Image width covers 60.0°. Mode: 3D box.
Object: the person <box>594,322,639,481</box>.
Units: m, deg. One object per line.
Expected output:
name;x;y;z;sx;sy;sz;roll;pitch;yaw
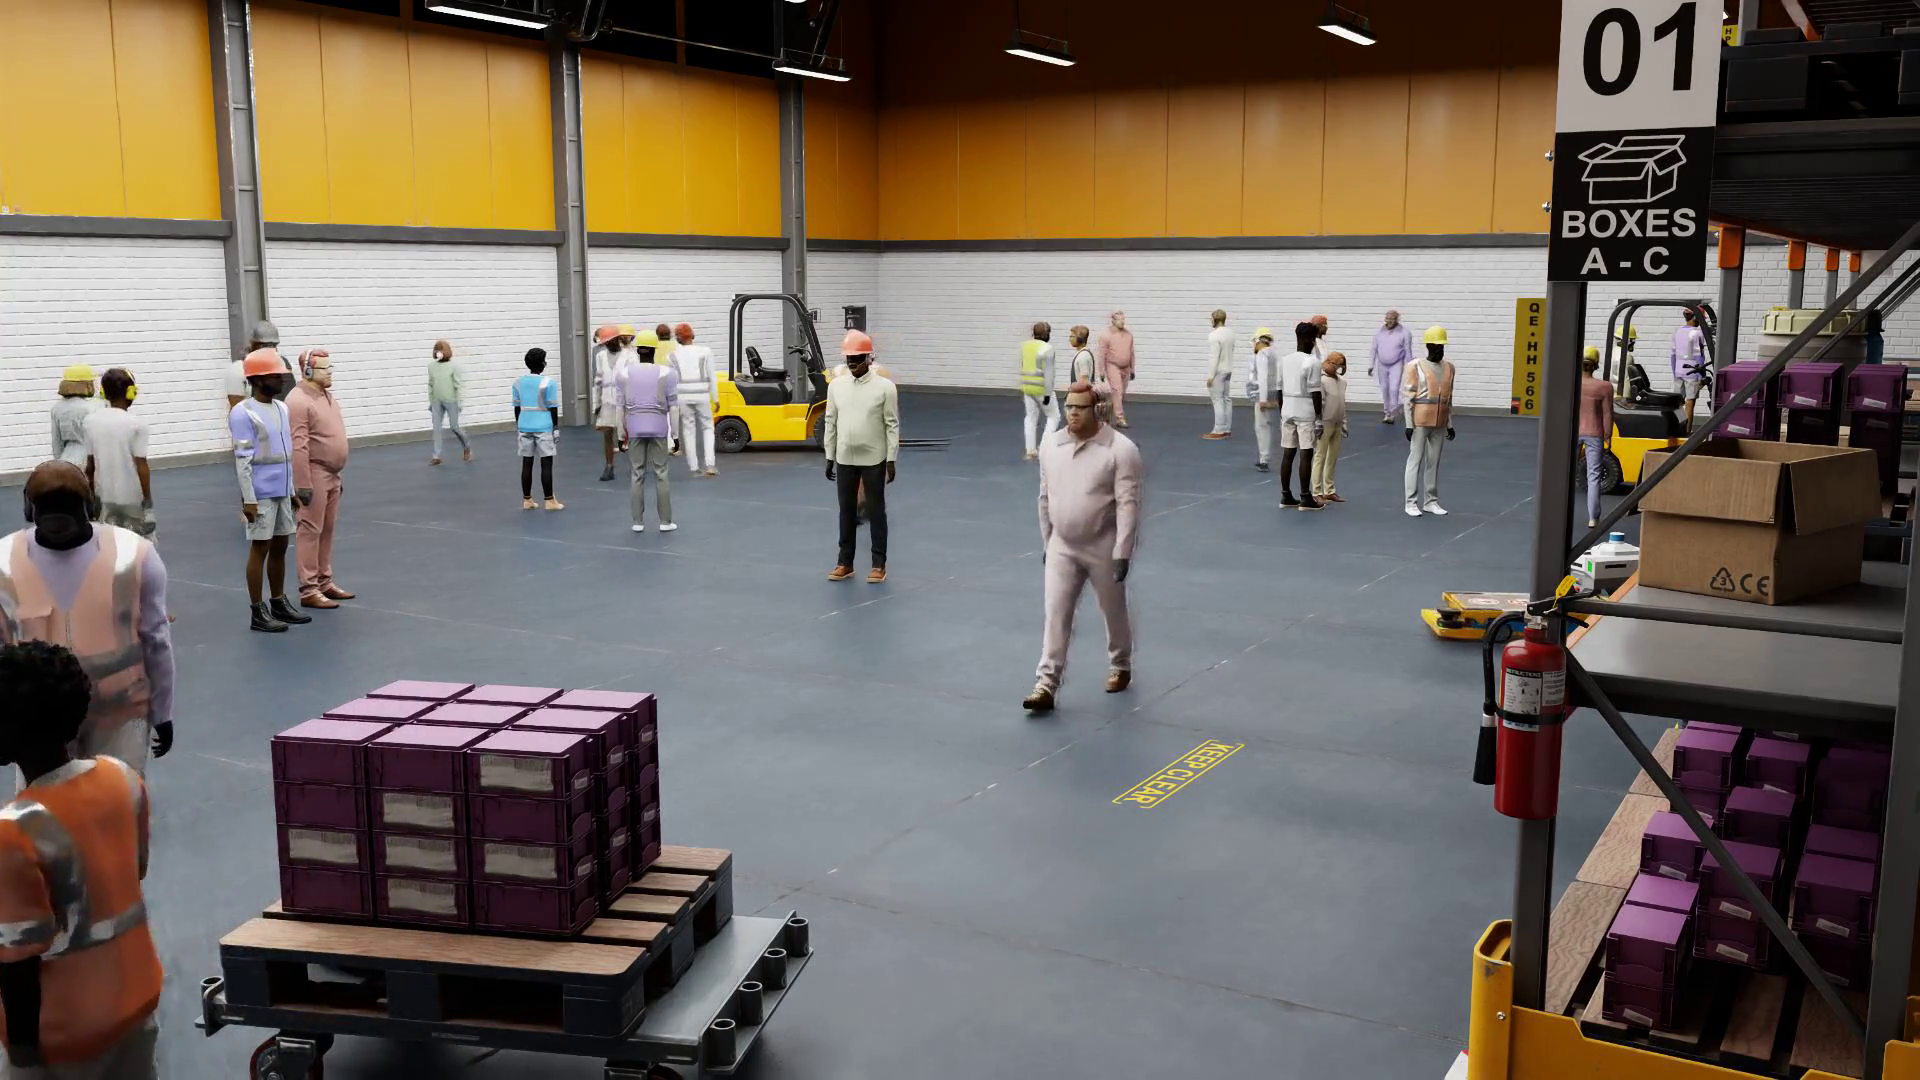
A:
person;-4.067;-1.669;19.920;0.588;1.912;0.732;2;9;14

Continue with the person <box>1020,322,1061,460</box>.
person;1.068;-1.956;21.915;0.502;1.826;0.629;-8;12;-40

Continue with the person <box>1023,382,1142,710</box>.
person;0.716;0.022;9.487;0.663;1.849;1.043;5;10;27

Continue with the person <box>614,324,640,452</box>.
person;-4.571;-2.085;22.883;0.525;1.772;0.305;4;10;24

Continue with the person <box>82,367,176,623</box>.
person;-5.713;-0.249;11.259;0.532;1.831;0.843;1;9;7

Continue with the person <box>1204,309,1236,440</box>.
person;3.850;-2.451;24.640;0.356;1.936;0.635;7;11;36

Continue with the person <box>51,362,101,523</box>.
person;-7.129;-0.573;13.526;0.492;1.742;0.318;4;10;22

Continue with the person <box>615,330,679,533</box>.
person;-2.960;-1.028;15.792;0.593;1.925;0.384;0;9;-2

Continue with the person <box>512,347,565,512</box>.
person;-4.365;-1.134;17.165;0.536;1.696;0.321;3;10;20

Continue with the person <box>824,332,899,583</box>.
person;-0.795;-0.653;13.236;0.624;1.993;0.385;3;10;18

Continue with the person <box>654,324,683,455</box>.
person;-4.028;-2.062;22.757;0.653;1.800;0.918;0;9;-2

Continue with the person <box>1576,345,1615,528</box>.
person;6.031;-0.991;16.063;0.525;1.769;0.308;5;10;27

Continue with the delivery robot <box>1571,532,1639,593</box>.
delivery robot;4.798;0.188;12.178;0.707;0.478;0.477;-3;10;-16

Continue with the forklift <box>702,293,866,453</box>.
forklift;-2.458;-2.344;23.176;2.313;2.155;1.214;0;9;-2

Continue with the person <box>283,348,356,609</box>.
person;-4.723;-0.458;12.302;0.399;1.908;0.643;0;9;1

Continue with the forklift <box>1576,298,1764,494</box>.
forklift;7.954;-1.589;18.462;2.313;2.155;1.214;5;11;30

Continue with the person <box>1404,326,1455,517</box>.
person;4.774;-1.204;16.883;0.584;1.928;0.372;-4;10;-21

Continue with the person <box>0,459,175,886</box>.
person;-3.133;0.603;5.933;0.634;1.824;0.564;-4;10;-23

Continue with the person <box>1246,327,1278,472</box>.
person;3.756;-1.747;20.747;0.407;1.790;0.741;3;10;21

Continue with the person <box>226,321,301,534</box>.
person;-6.479;-1.064;15.662;0.572;2.000;0.684;8;12;42

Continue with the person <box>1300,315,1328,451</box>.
person;4.937;-2.181;23.120;0.337;1.883;0.582;6;11;33

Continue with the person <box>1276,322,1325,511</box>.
person;3.555;-1.287;17.306;0.378;1.959;0.604;-6;11;-33

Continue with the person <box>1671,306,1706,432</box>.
person;10.435;-2.363;23.787;0.389;2.036;0.605;-3;9;-16

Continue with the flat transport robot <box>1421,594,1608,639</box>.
flat transport robot;3.928;0.515;11.314;1.431;0.197;0.652;1;9;5

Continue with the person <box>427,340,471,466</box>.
person;-6.637;-1.784;21.493;0.516;1.615;0.688;2;9;15

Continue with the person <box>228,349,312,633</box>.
person;-4.754;-0.343;11.466;0.343;1.942;0.552;2;9;11

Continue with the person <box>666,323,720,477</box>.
person;-3.208;-1.670;20.009;0.617;1.871;0.401;0;9;-2

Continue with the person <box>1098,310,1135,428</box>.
person;2.495;-2.746;26.661;0.650;1.877;0.833;-6;11;-33

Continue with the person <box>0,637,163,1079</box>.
person;-1.863;1.037;3.664;0.643;1.676;0.539;0;9;1

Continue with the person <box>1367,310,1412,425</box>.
person;6.971;-2.807;27.097;0.652;1.867;0.911;6;11;34

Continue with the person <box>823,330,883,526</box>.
person;-1.060;-1.091;16.263;0.556;1.904;0.863;5;10;28

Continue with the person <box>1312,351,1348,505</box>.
person;3.966;-1.200;17.776;0.499;1.633;0.282;-8;12;-40

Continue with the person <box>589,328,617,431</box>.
person;-5.547;-2.511;26.010;0.534;1.622;0.449;6;11;33

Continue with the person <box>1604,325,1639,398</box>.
person;8.282;-1.790;20.886;0.404;1.824;0.591;0;9;-2

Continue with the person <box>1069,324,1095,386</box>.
person;1.466;-1.671;20.061;0.326;1.843;0.515;1;9;8
